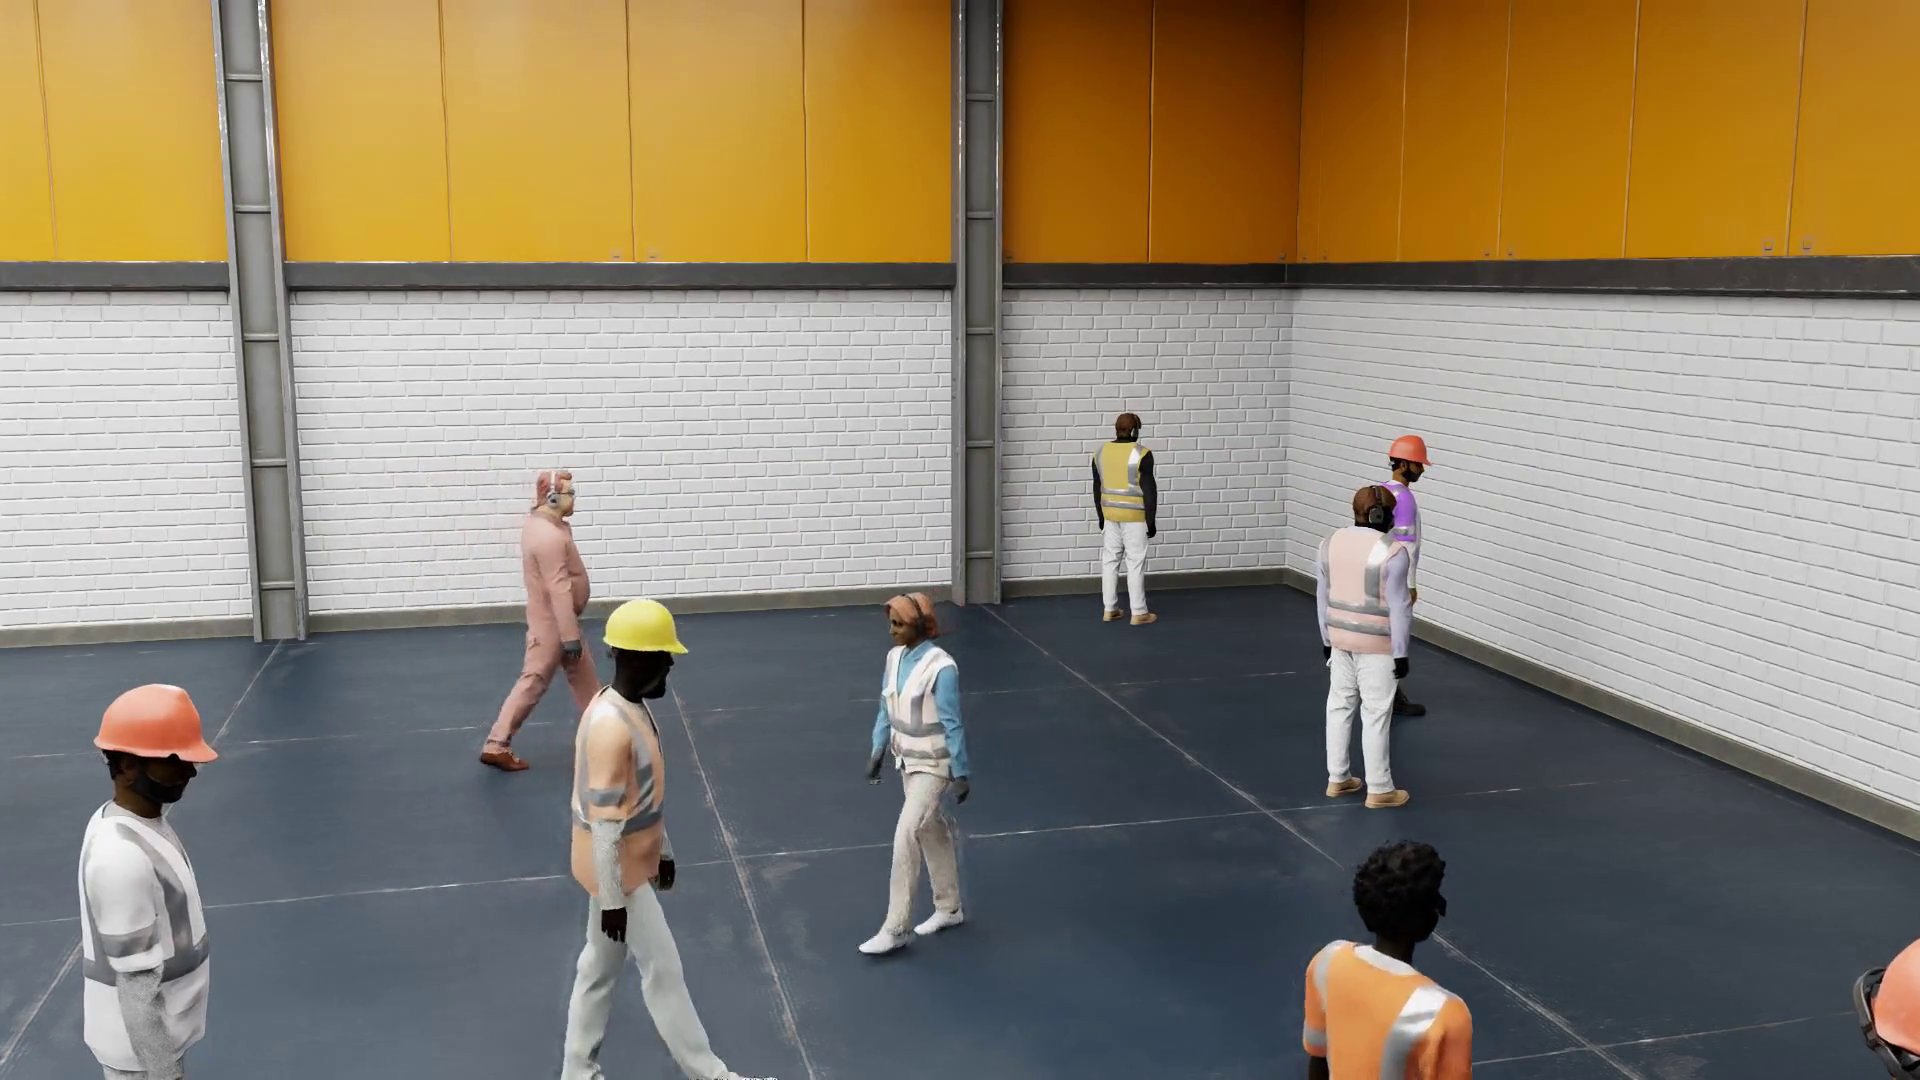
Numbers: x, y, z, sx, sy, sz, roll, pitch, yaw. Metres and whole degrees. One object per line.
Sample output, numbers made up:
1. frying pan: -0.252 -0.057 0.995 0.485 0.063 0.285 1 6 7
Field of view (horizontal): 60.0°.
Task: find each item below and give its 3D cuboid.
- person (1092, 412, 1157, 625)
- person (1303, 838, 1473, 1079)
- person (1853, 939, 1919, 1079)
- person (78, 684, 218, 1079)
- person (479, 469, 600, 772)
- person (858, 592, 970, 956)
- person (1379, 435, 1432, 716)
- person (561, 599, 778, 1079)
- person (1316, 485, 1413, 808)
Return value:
1. person: 1.454 -0.188 14.446 0.619 1.841 0.430 7 12 39
2. person: 1.020 1.554 4.130 0.865 1.663 0.533 -4 10 -22
3. person: 1.533 1.598 2.692 0.608 2.034 0.398 -7 12 -39
4. person: -2.200 1.346 4.588 0.374 1.930 0.542 -4 10 -25
5. person: -2.486 0.493 10.159 1.005 1.861 0.662 -2 9 -14
6. person: -0.260 1.041 7.456 0.741 1.609 0.535 -5 11 -30
7. person: 3.035 0.240 11.490 0.374 1.930 0.542 -1 9 -6
8. person: -1.062 1.146 5.935 0.847 1.889 0.604 -1 9 -7
9. person: 2.327 0.601 9.523 0.430 1.841 0.624 -6 11 -35
